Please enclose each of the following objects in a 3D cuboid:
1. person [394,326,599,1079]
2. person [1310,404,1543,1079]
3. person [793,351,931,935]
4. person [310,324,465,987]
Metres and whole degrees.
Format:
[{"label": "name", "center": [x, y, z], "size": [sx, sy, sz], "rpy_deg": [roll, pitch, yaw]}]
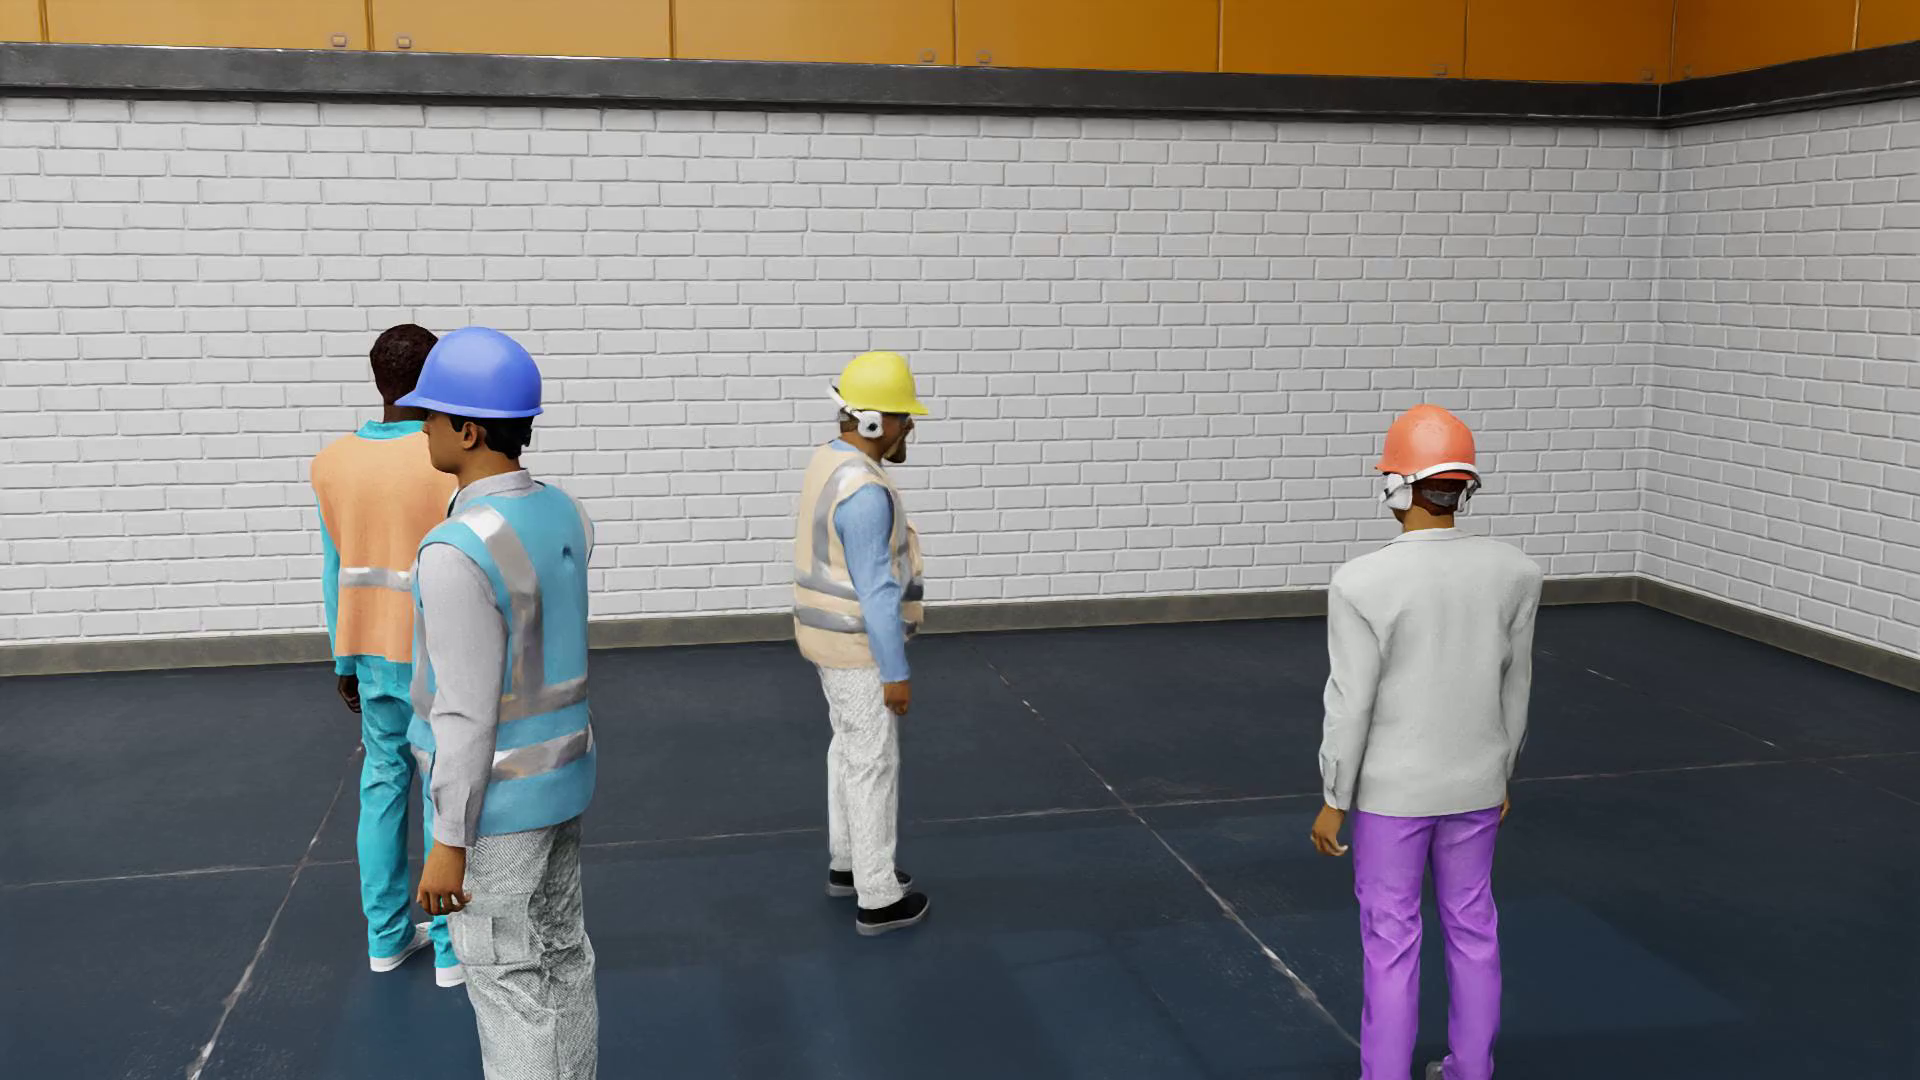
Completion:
[{"label": "person", "center": [-0.961, 0.529, 3.524], "size": [0.381, 1.951, 0.605], "rpy_deg": [1, 9, 7]}, {"label": "person", "center": [1.086, 0.556, 3.957], "size": [0.562, 1.753, 0.333], "rpy_deg": [-3, 10, -18]}, {"label": "person", "center": [-0.305, 0.318, 5.211], "size": [0.422, 1.819, 0.609], "rpy_deg": [-2, 10, -13]}, {"label": "person", "center": [-1.583, 0.340, 4.809], "size": [0.588, 1.911, 0.400], "rpy_deg": [4, 10, 21]}]
